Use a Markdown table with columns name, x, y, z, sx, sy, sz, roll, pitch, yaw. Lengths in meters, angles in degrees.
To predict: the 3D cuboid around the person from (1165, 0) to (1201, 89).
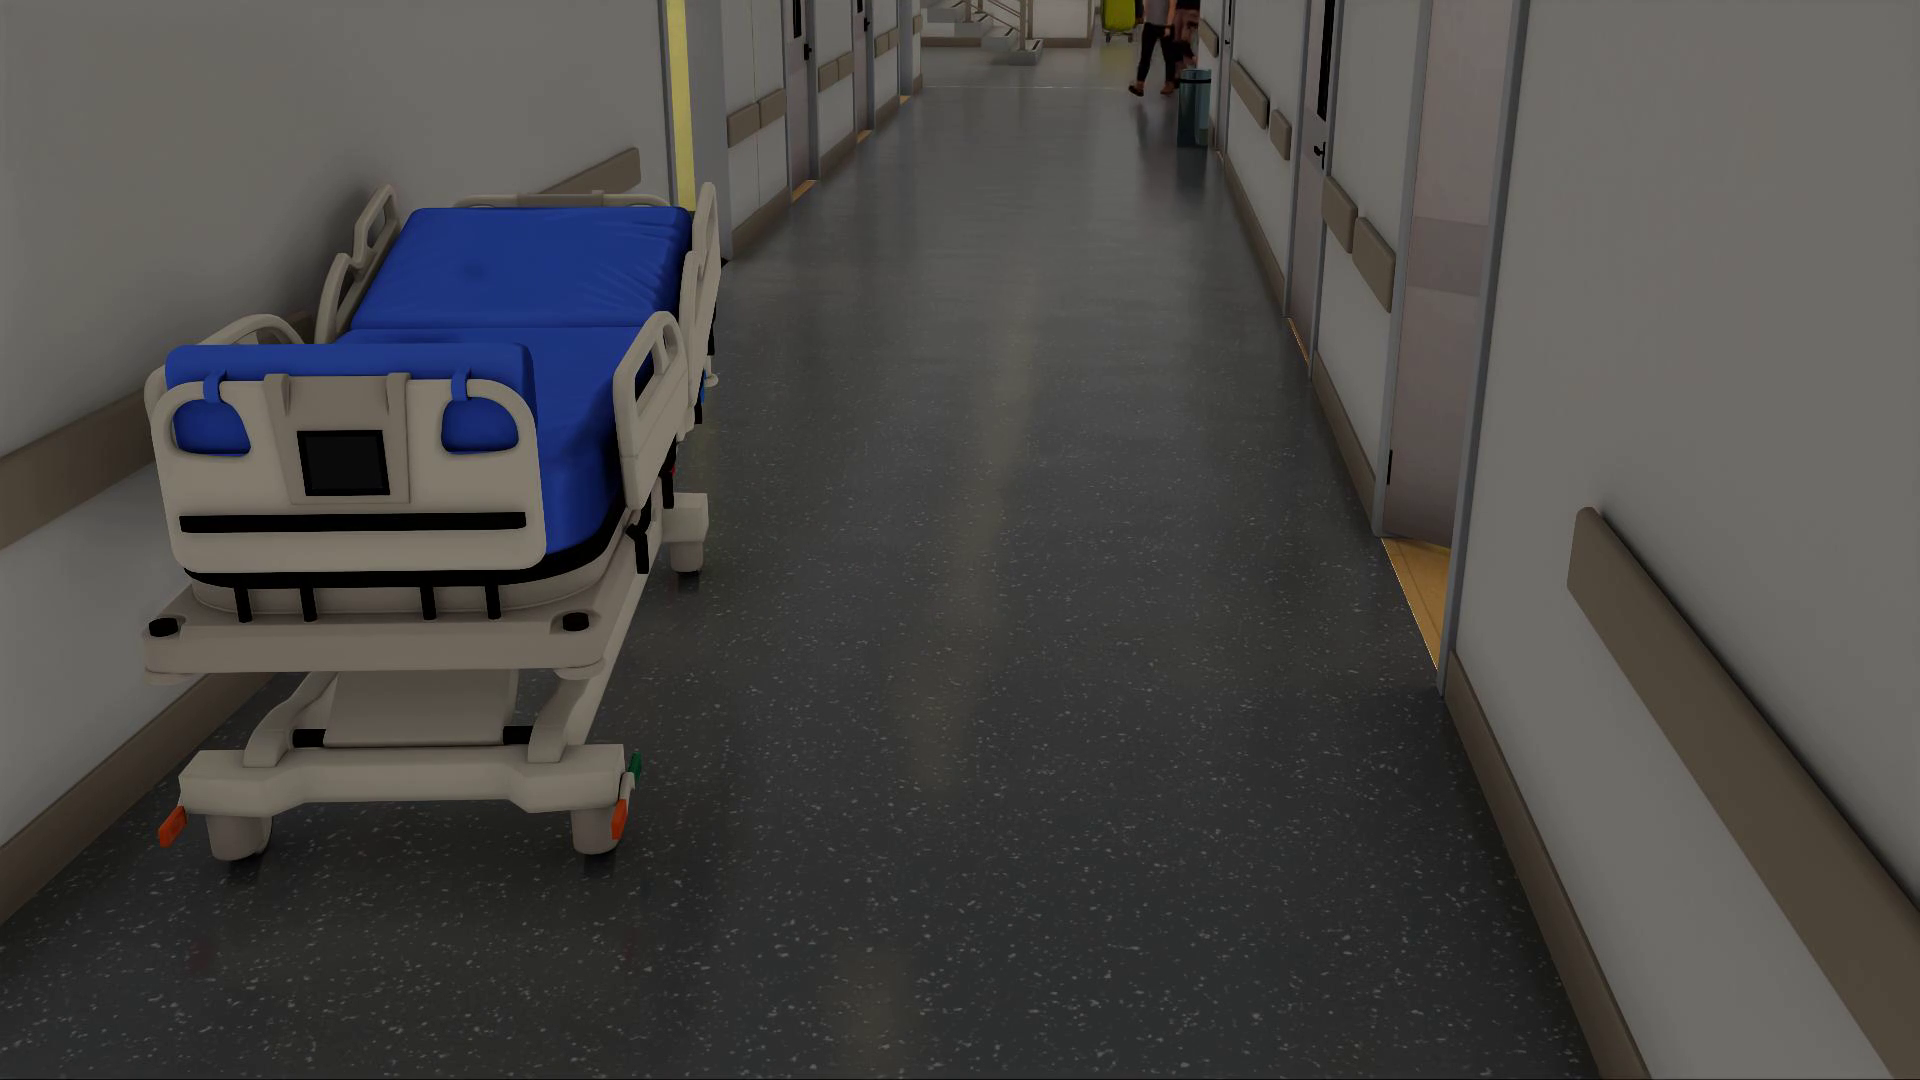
| name | x | y | z | sx | sy | sz | roll | pitch | yaw |
| --- | --- | --- | --- | --- | --- | --- | --- | --- | --- |
| person | 2.890 | -6.635 | 20.893 | 0.898 | 1.900 | 0.995 | 19 | 28 | 41 |

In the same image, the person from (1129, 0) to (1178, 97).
| name | x | y | z | sx | sy | sz | roll | pitch | yaw |
| --- | --- | --- | --- | --- | --- | --- | --- | --- | --- |
| person | 2.456 | -6.174 | 20.002 | 1.146 | 1.670 | 1.026 | 13 | 25 | 31 |
